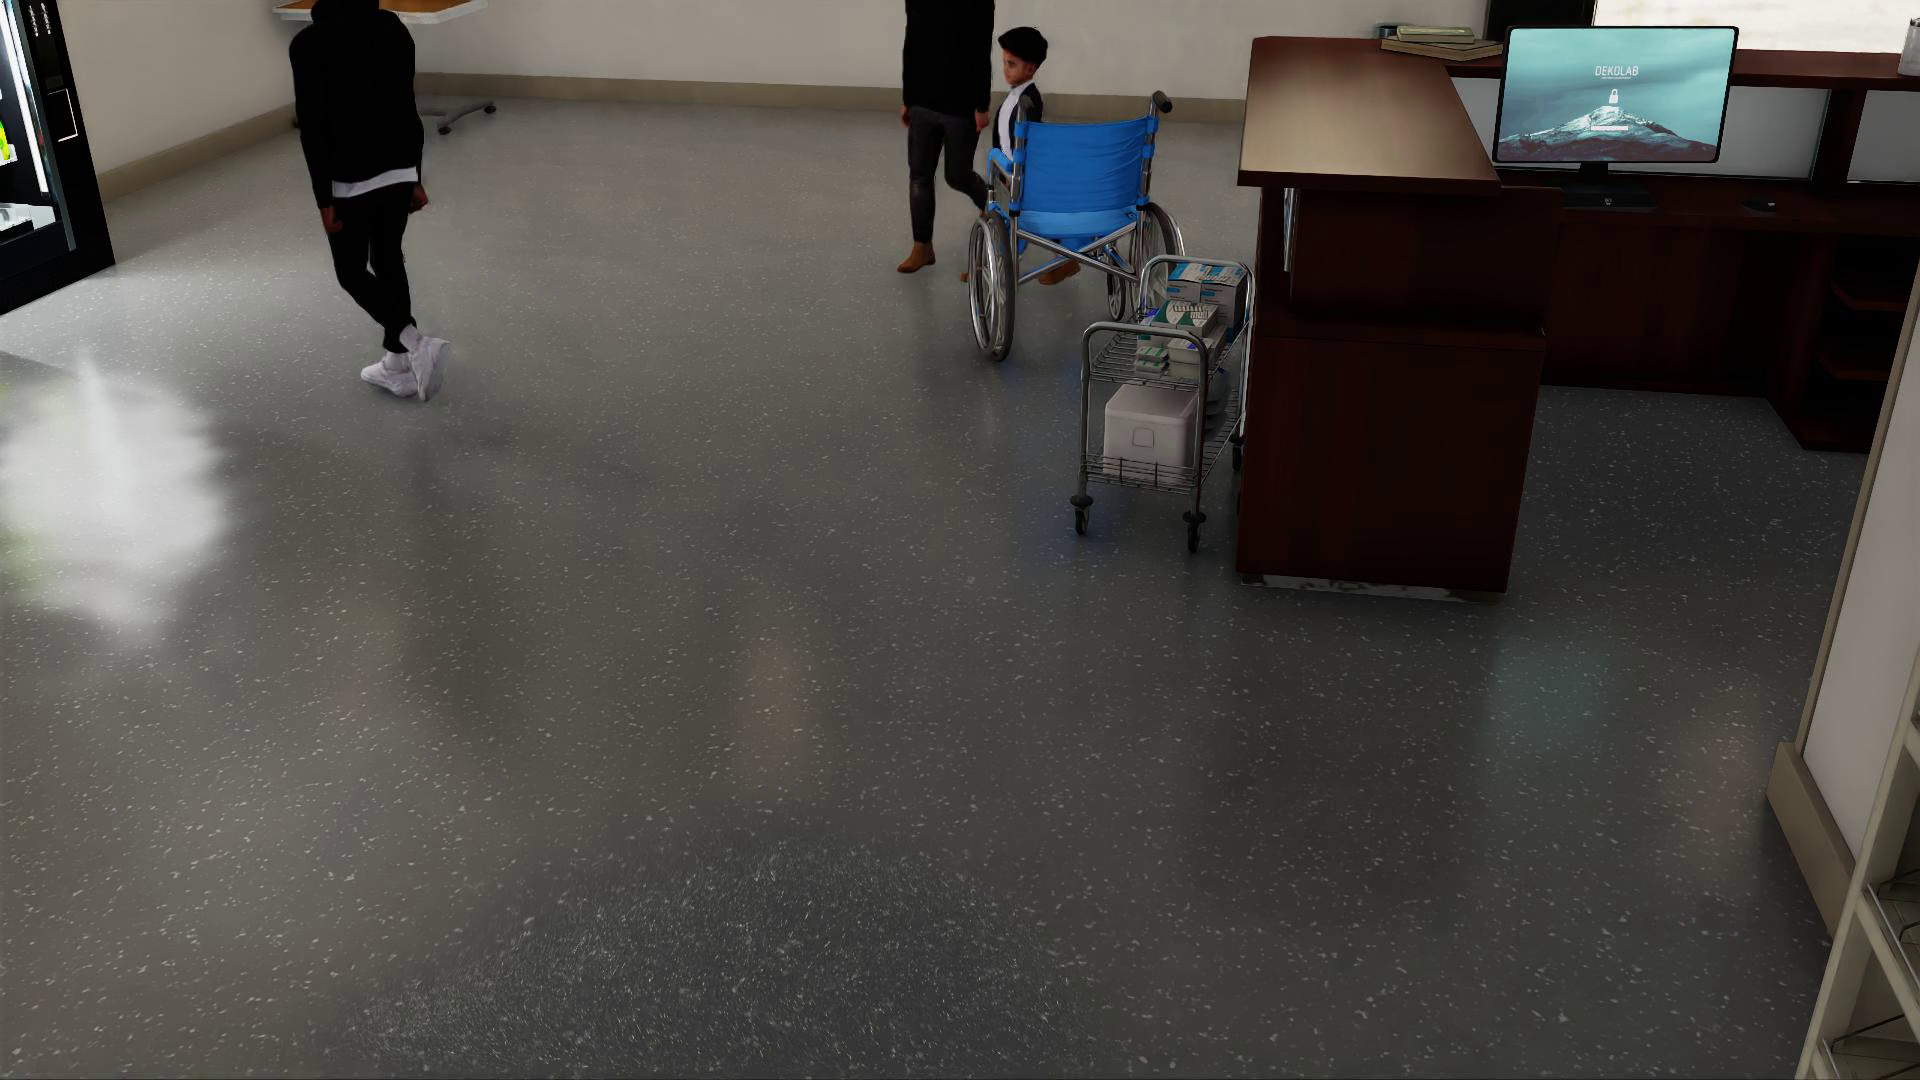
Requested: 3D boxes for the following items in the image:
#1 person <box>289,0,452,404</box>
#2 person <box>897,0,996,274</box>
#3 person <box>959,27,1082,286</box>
[{"bbox_3d":[-2.200,-1.358,6.317,1.021,1.802,1.055,20,32,35],"label":"person"},{"bbox_3d":[-0.018,-2.152,8.082,0.889,1.699,1.024,20,32,35],"label":"person"},{"bbox_3d":[0.356,-1.769,7.817,0.810,1.202,0.825,-9,27,-17],"label":"person"}]
